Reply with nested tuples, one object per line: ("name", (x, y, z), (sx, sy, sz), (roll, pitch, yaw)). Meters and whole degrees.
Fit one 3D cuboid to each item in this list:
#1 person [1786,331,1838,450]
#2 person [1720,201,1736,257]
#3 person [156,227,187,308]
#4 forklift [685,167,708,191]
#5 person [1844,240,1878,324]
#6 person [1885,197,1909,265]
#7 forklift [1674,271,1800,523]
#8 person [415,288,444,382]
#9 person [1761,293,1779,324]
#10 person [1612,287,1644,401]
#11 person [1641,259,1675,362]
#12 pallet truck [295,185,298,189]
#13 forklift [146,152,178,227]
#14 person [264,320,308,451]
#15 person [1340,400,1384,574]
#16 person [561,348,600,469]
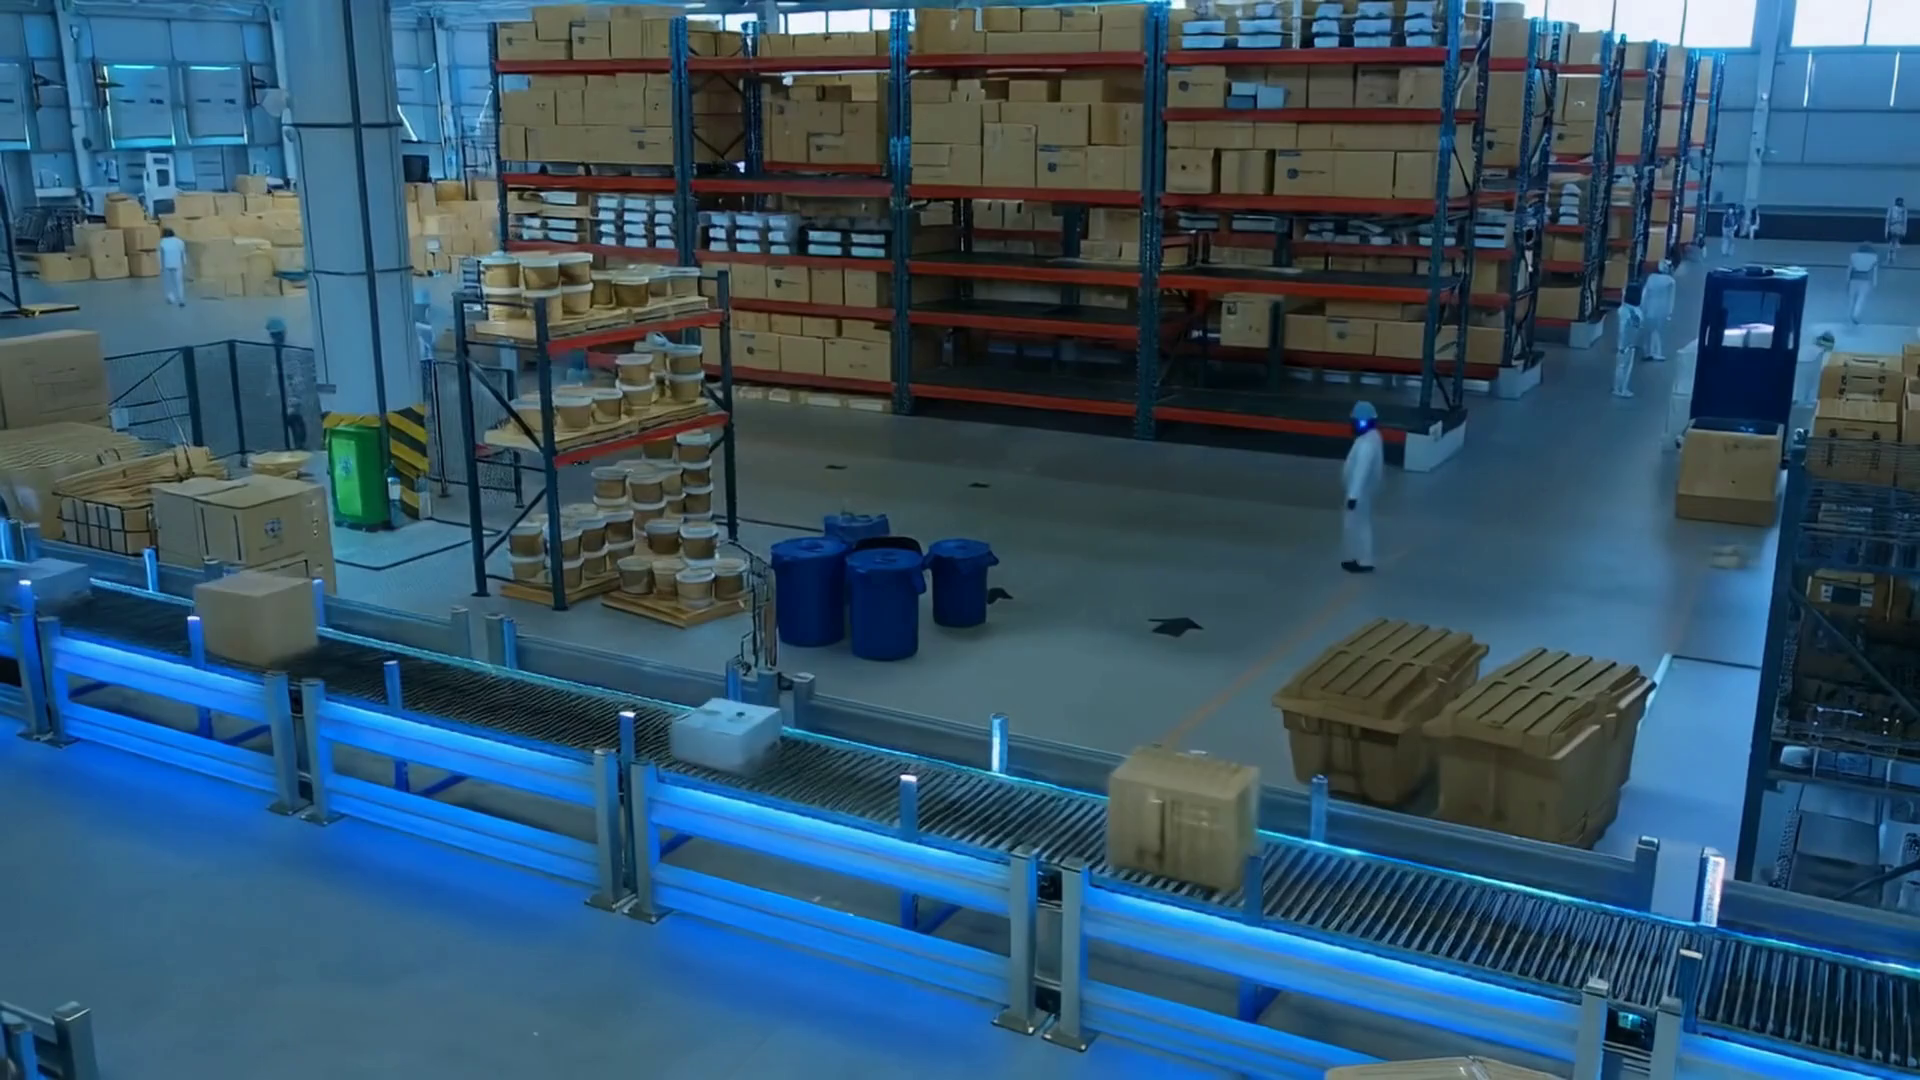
("person", (11.810, -2.043, 23.005), (0.924, 1.720, 0.537), (6, 16, 22))
("person", (23.882, -9.648, 51.634), (0.321, 1.697, 0.530), (0, 15, -1))
("person", (-18.547, -6.425, 39.173), (0.653, 1.877, 1.059), (-10, 18, -32))
("forklift", (-7.871, -9.672, 49.461), (1.129, 2.768, 1.873), (8, 17, 28))
("person", (19.727, -5.650, 36.414), (0.606, 1.790, 0.969), (9, 17, 31))
("person", (27.623, -9.120, 49.097), (0.610, 1.993, 1.053), (8, 17, 28))
("forklift", (9.269, -1.763, 19.726), (1.129, 2.768, 1.873), (8, 17, 27))
("person", (-9.241, -3.535, 28.763), (0.516, 1.640, 0.314), (6, 16, 22))
("person", (14.652, -3.912, 30.189), (0.277, 1.636, 0.502), (14, 20, 42))
("person", (10.911, -3.198, 27.122), (0.429, 1.840, 0.622), (13, 20, 40))
("person", (13.105, -4.298, 31.149), (0.399, 1.899, 0.651), (-7, 16, -23))
("pallet truck", (-26.804, -14.617, 69.738), (1.885, 1.965, 0.823), (-14, 20, -42))
("forklift", (-30.086, -13.242, 62.882), (1.873, 2.768, 1.129), (8, 17, 28))
("person", (-9.145, -2.022, 22.579), (0.456, 1.916, 0.556), (-2, 15, -8))
("person", (4.097, -0.536, 17.139), (0.497, 1.818, 0.618), (5, 16, 19))
("person", (-4.984, -1.740, 22.054), (0.695, 1.604, 0.530), (6, 16, 22))
